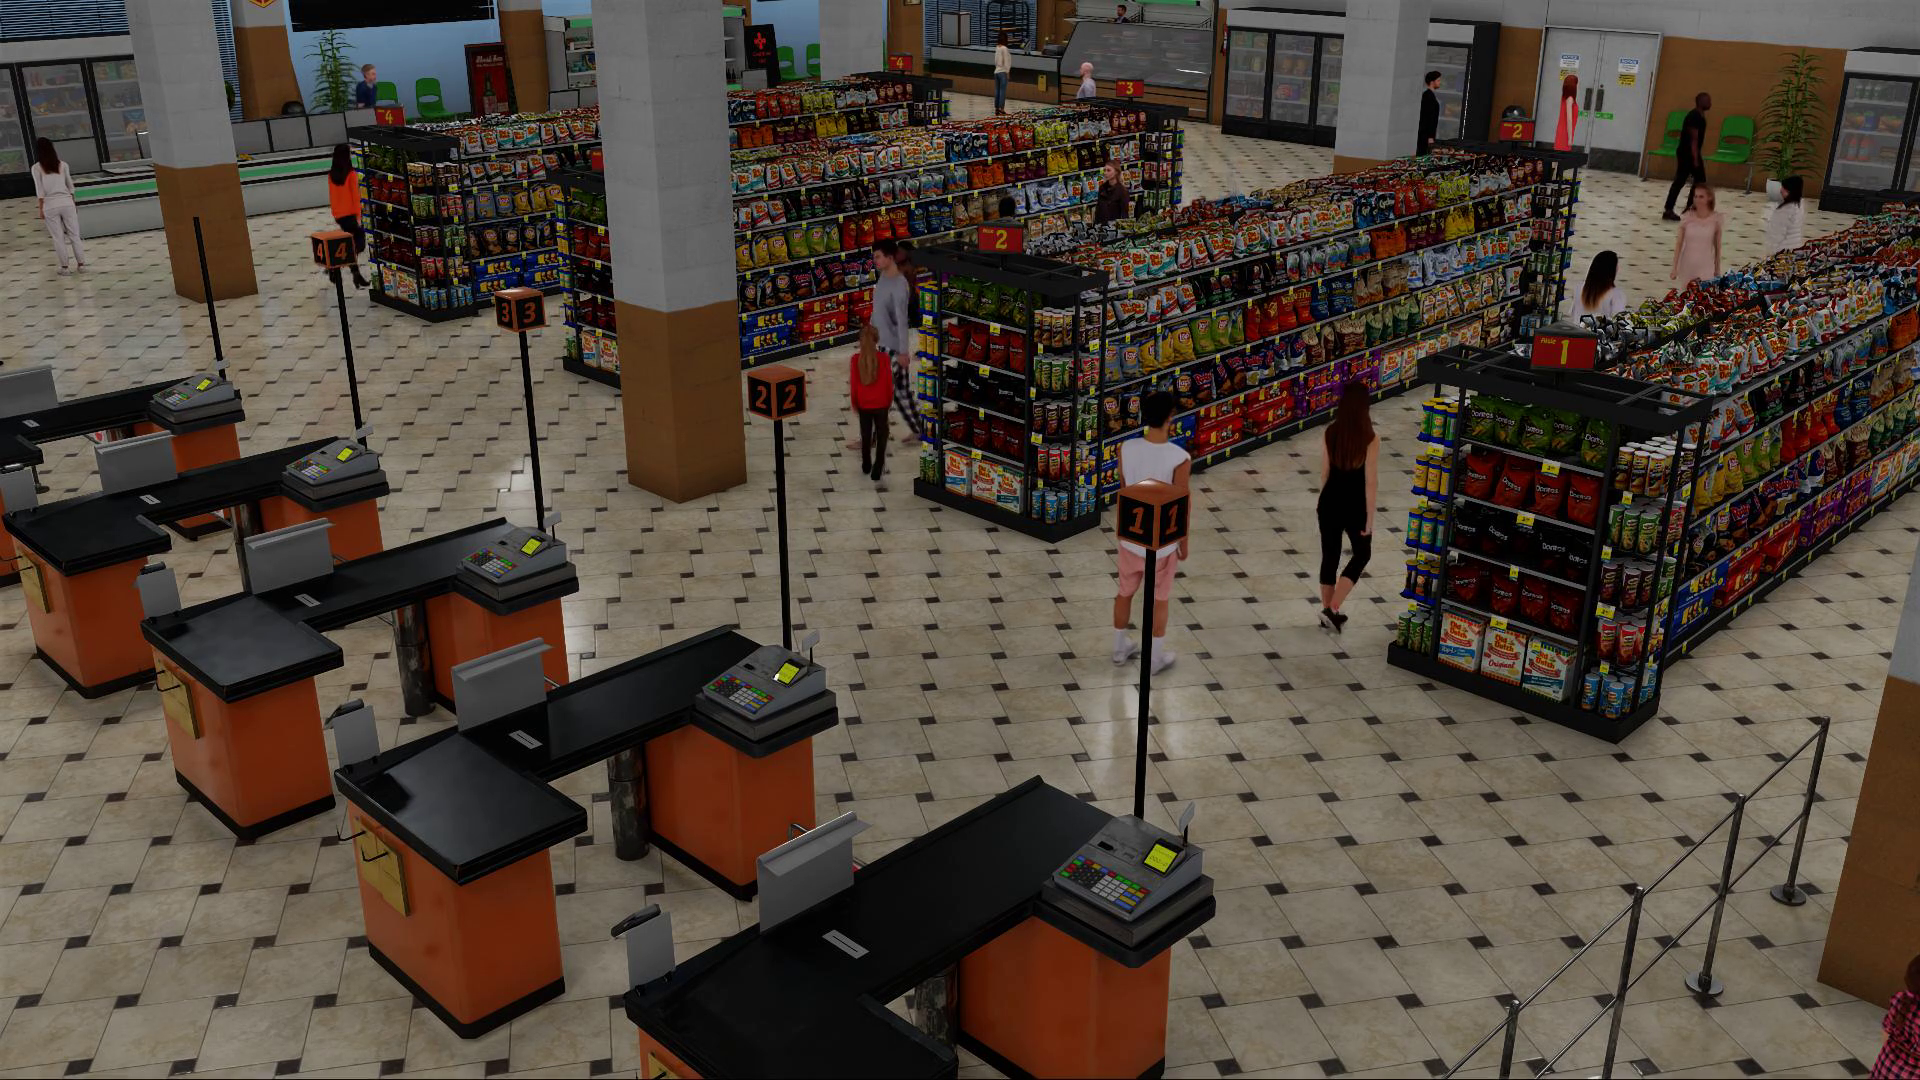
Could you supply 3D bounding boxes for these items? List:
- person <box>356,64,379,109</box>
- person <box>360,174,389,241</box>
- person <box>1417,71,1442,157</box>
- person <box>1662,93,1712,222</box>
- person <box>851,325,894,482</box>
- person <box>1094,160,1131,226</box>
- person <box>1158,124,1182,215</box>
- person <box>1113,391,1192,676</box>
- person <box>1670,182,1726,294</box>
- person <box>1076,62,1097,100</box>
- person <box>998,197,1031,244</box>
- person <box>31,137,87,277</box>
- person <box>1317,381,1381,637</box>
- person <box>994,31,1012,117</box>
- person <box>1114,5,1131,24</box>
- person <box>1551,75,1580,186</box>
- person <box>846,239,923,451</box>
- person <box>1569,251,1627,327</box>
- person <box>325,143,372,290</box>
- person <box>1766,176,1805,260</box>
[{"bbox_3d":[-9.662,-6.729,26.916,1.167,1.802,1.177,1,22,3],"label":"person"},{"bbox_3d":[-7.621,-4.308,21.627,0.834,1.253,0.874,-1,22,-3],"label":"person"},{"bbox_3d":[7.175,-6.254,25.611,0.846,1.894,0.773,1,22,3],"label":"person"},{"bbox_3d":[10.331,-5.472,23.789,0.785,1.800,0.732,17,27,36],"label":"person"},{"bbox_3d":[-0.717,-1.111,13.648,0.768,1.271,0.849,0,22,1],"label":"person"},{"bbox_3d":[1.725,-3.477,18.955,0.607,1.705,0.502,19,29,39],"label":"person"},{"bbox_3d":[2.742,-4.513,21.557,0.683,1.687,0.501,20,30,41],"label":"person"},{"bbox_3d":[1.163,-0.035,10.285,0.674,1.782,0.635,14,26,30],"label":"person"},{"bbox_3d":[7.610,-2.779,17.126,0.727,1.772,1.164,12,25,28],"label":"person"},{"bbox_3d":[2.061,-6.886,27.261,0.826,1.837,0.742,2,22,6],"label":"person"},{"bbox_3d":[0.435,-2.489,16.452,0.853,1.736,0.989,8,23,19],"label":"person"},{"bbox_3d":[-11.172,-4.134,20.610,0.471,1.688,0.650,-19,29,-40],"label":"person"},{"bbox_3d":[2.414,-0.162,10.691,0.597,1.714,0.781,18,28,38],"label":"person"},{"bbox_3d":[0.856,-9.580,34.172,0.668,1.682,0.688,-9,24,-22],"label":"person"},{"bbox_3d":[3.718,-11.421,38.506,0.565,1.868,0.623,-20,29,-41],"label":"person"},{"bbox_3d":[9.320,-6.240,25.665,0.718,1.828,0.637,2,22,5],"label":"person"},{"bbox_3d":[-0.528,-1.671,14.316,1.131,1.811,0.933,-7,23,-17],"label":"person"},{"bbox_3d":[5.552,-1.712,14.593,0.674,1.680,0.722,-14,26,-32],"label":"person"},{"bbox_3d":[-7.308,-3.786,19.700,0.761,1.721,0.972,12,25,27],"label":"person"},{"bbox_3d":[9.164,-3.262,18.532,0.476,1.619,0.706,-12,25,-28],"label":"person"}]
